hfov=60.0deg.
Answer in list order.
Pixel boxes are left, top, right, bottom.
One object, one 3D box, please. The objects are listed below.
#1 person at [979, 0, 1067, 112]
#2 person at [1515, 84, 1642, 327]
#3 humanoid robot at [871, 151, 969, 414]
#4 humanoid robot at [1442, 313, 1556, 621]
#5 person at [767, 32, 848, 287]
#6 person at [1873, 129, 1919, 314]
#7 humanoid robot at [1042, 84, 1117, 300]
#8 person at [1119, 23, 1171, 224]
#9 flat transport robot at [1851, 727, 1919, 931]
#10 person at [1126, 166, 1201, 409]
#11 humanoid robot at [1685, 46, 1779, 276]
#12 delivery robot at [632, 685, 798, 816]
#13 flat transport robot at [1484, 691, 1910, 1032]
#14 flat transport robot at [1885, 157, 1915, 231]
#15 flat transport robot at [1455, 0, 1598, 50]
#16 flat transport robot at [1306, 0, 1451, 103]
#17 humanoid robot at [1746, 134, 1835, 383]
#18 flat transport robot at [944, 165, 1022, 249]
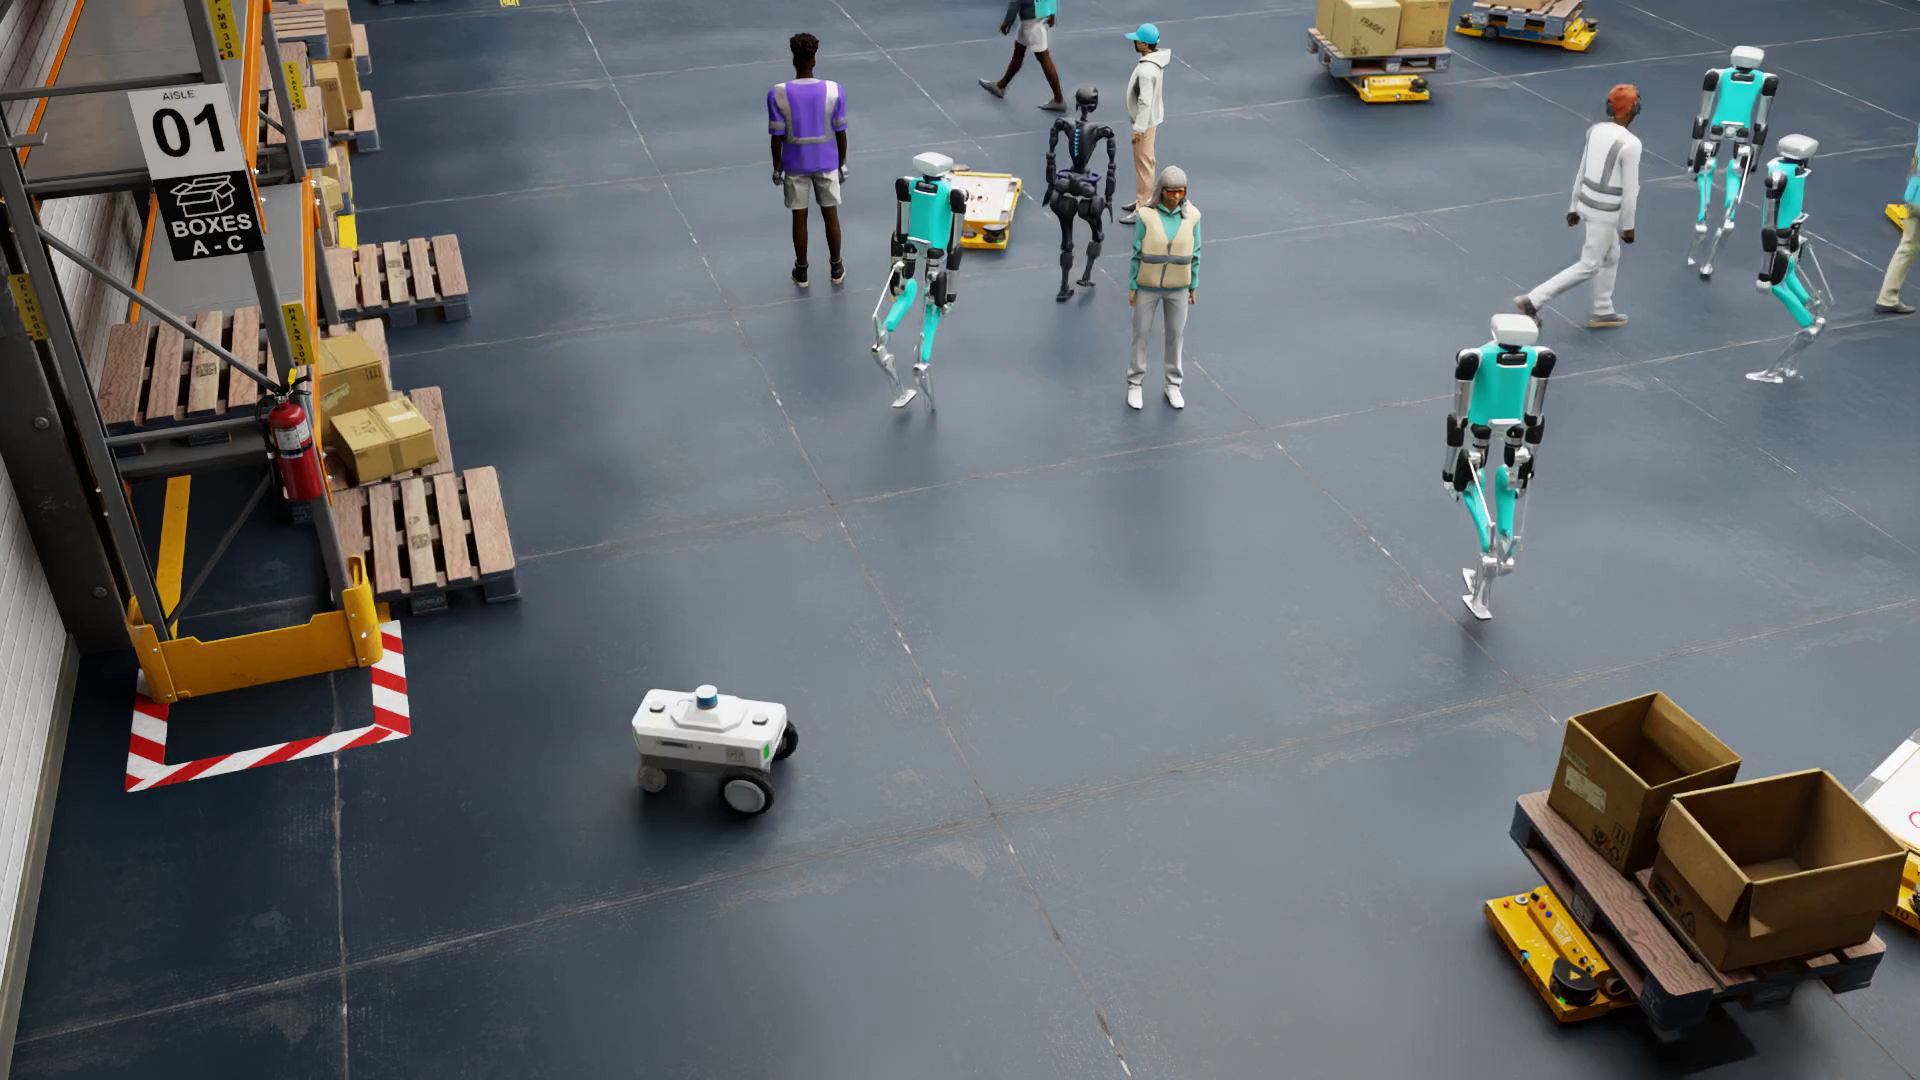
[{"bbox_3d":[0.647,-5.184,16.333,1.032,1.875,0.577,14,36,20],"label":"person"},{"bbox_3d":[4.589,-2.379,12.073,0.882,1.838,0.581,-3,33,-4],"label":"person"},{"bbox_3d":[-0.336,-1.588,11.003,0.534,1.796,0.853,18,37,26],"label":"humanoid robot"},{"bbox_3d":[2.911,-0.277,8.957,0.537,1.779,0.878,-3,33,-5],"label":"humanoid robot"},{"bbox_3d":[-1.153,-2.892,12.741,0.606,1.965,0.369,-5,33,-8],"label":"person"},{"bbox_3d":[7.163,-2.431,12.179,0.458,1.813,0.585,-19,38,-27],"label":"person"},{"bbox_3d":[0.892,-2.633,12.616,0.590,1.647,0.408,13,35,19],"label":"humanoid robot"},{"bbox_3d":[1.530,-3.473,13.897,0.374,1.675,0.461,6,34,10],"label":"person"},{"bbox_3d":[4.624,1.314,7.844,1.431,0.231,0.659,-26,41,-33],"label":"flat transport robot"},{"bbox_3d":[1.356,-1.691,11.137,0.465,1.706,0.368,-1,33,-2],"label":"person"},{"bbox_3d":[5.912,-2.873,12.920,0.547,1.778,0.766,12,35,18],"label":"humanoid robot"},{"bbox_3d":[-1.206,0.969,8.103,0.788,0.587,0.499,6,34,9],"label":"delivery robot"},{"bbox_3d":[3.113,1.683,7.277,1.431,0.231,0.659,-8,34,-12],"label":"flat transport robot"},{"bbox_3d":[8.656,-2.683,13.973,1.431,0.231,0.659,2,33,3],"label":"flat transport robot"},{"bbox_3d":[6.376,-5.772,18.711,1.431,0.231,0.659,17,37,24],"label":"flat transport robot"},{"bbox_3d":[4.327,-4.884,17.349,0.659,0.231,1.431,-4,33,-6],"label":"flat transport robot"},{"bbox_3d":[5.747,-1.843,11.351,0.776,1.772,0.580,24,40,32],"label":"humanoid robot"},{"bbox_3d":[0.136,-2.849,14.229,0.659,0.231,1.431,4,33,6],"label":"flat transport robot"}]
